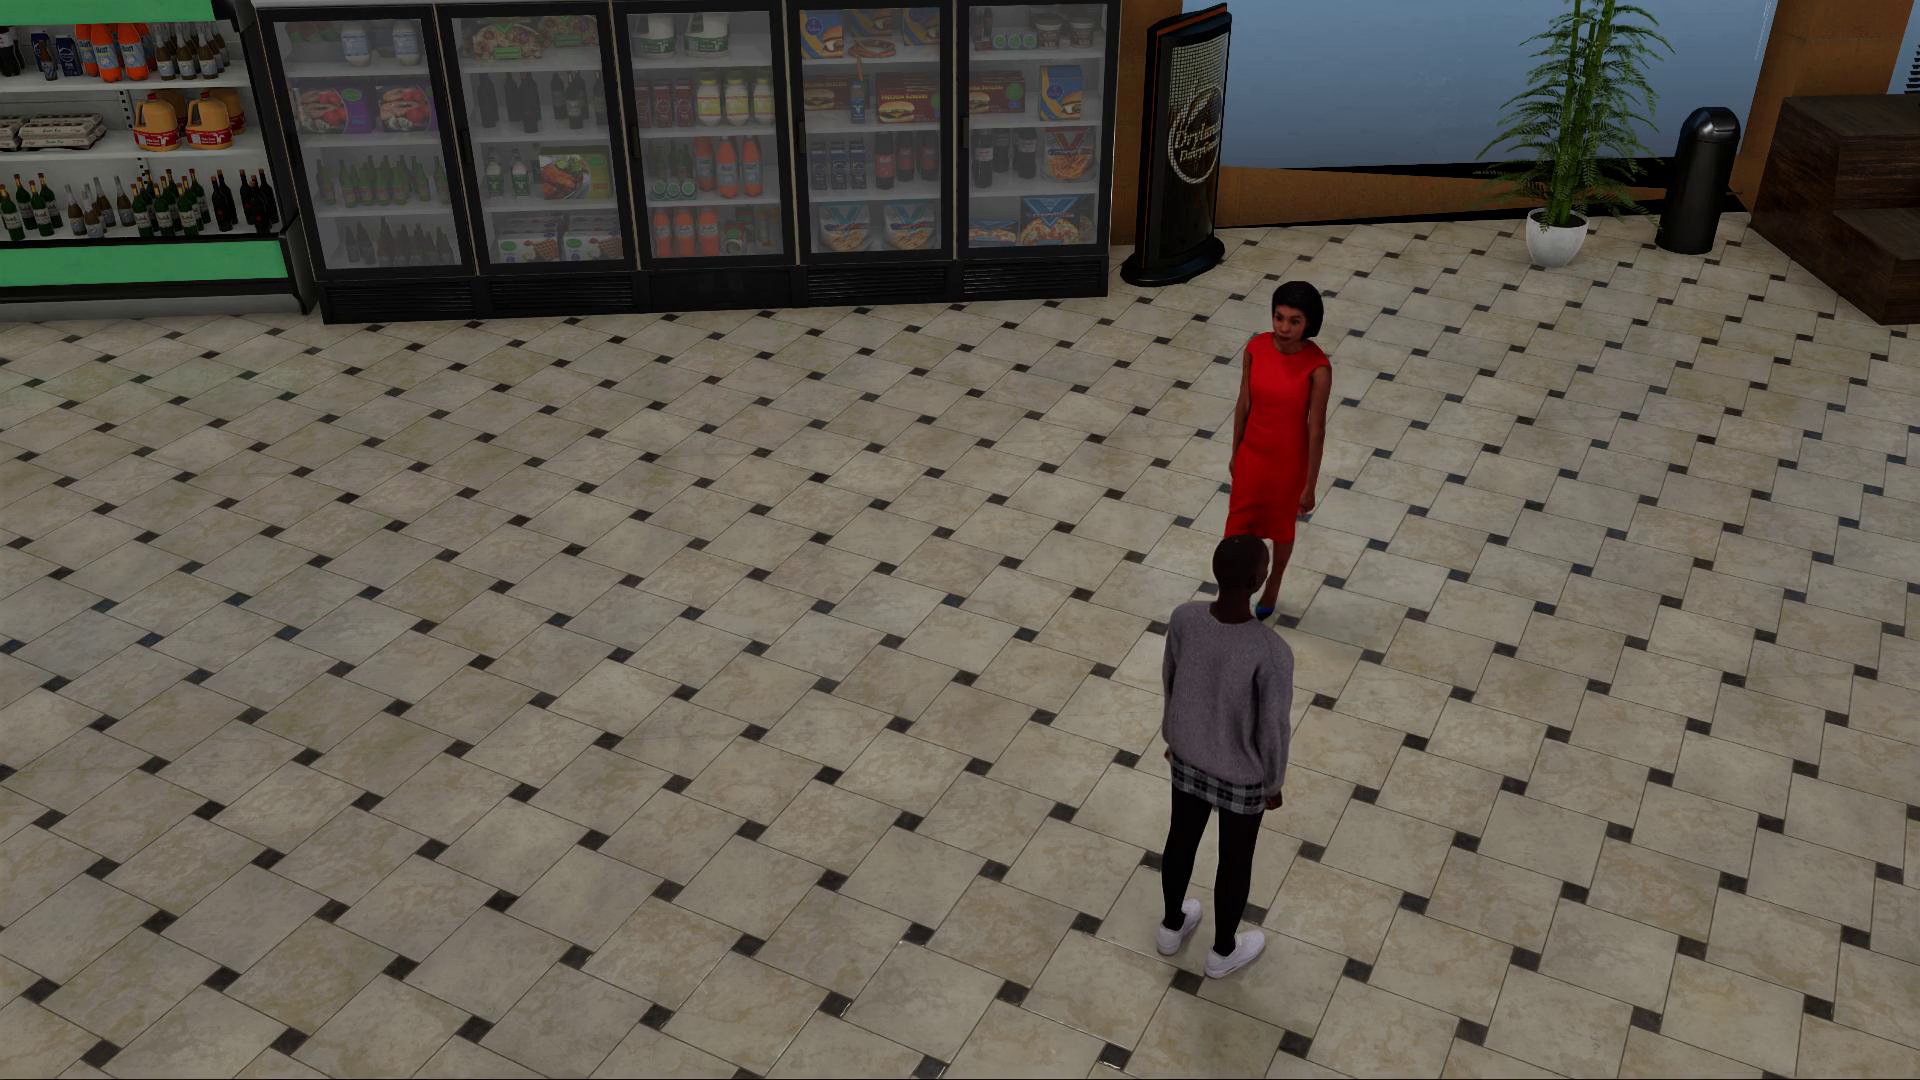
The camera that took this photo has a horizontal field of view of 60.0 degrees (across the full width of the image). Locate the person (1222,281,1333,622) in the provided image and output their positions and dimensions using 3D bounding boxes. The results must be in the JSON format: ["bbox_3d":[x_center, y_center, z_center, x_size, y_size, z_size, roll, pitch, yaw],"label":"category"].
[{"bbox_3d":[1.445,-0.371,7.448,0.909,1.722,0.936,18,36,26],"label":"person"}]

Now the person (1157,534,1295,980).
[{"bbox_3d":[0.873,0.737,5.620,0.685,1.772,0.752,23,38,32],"label":"person"}]
